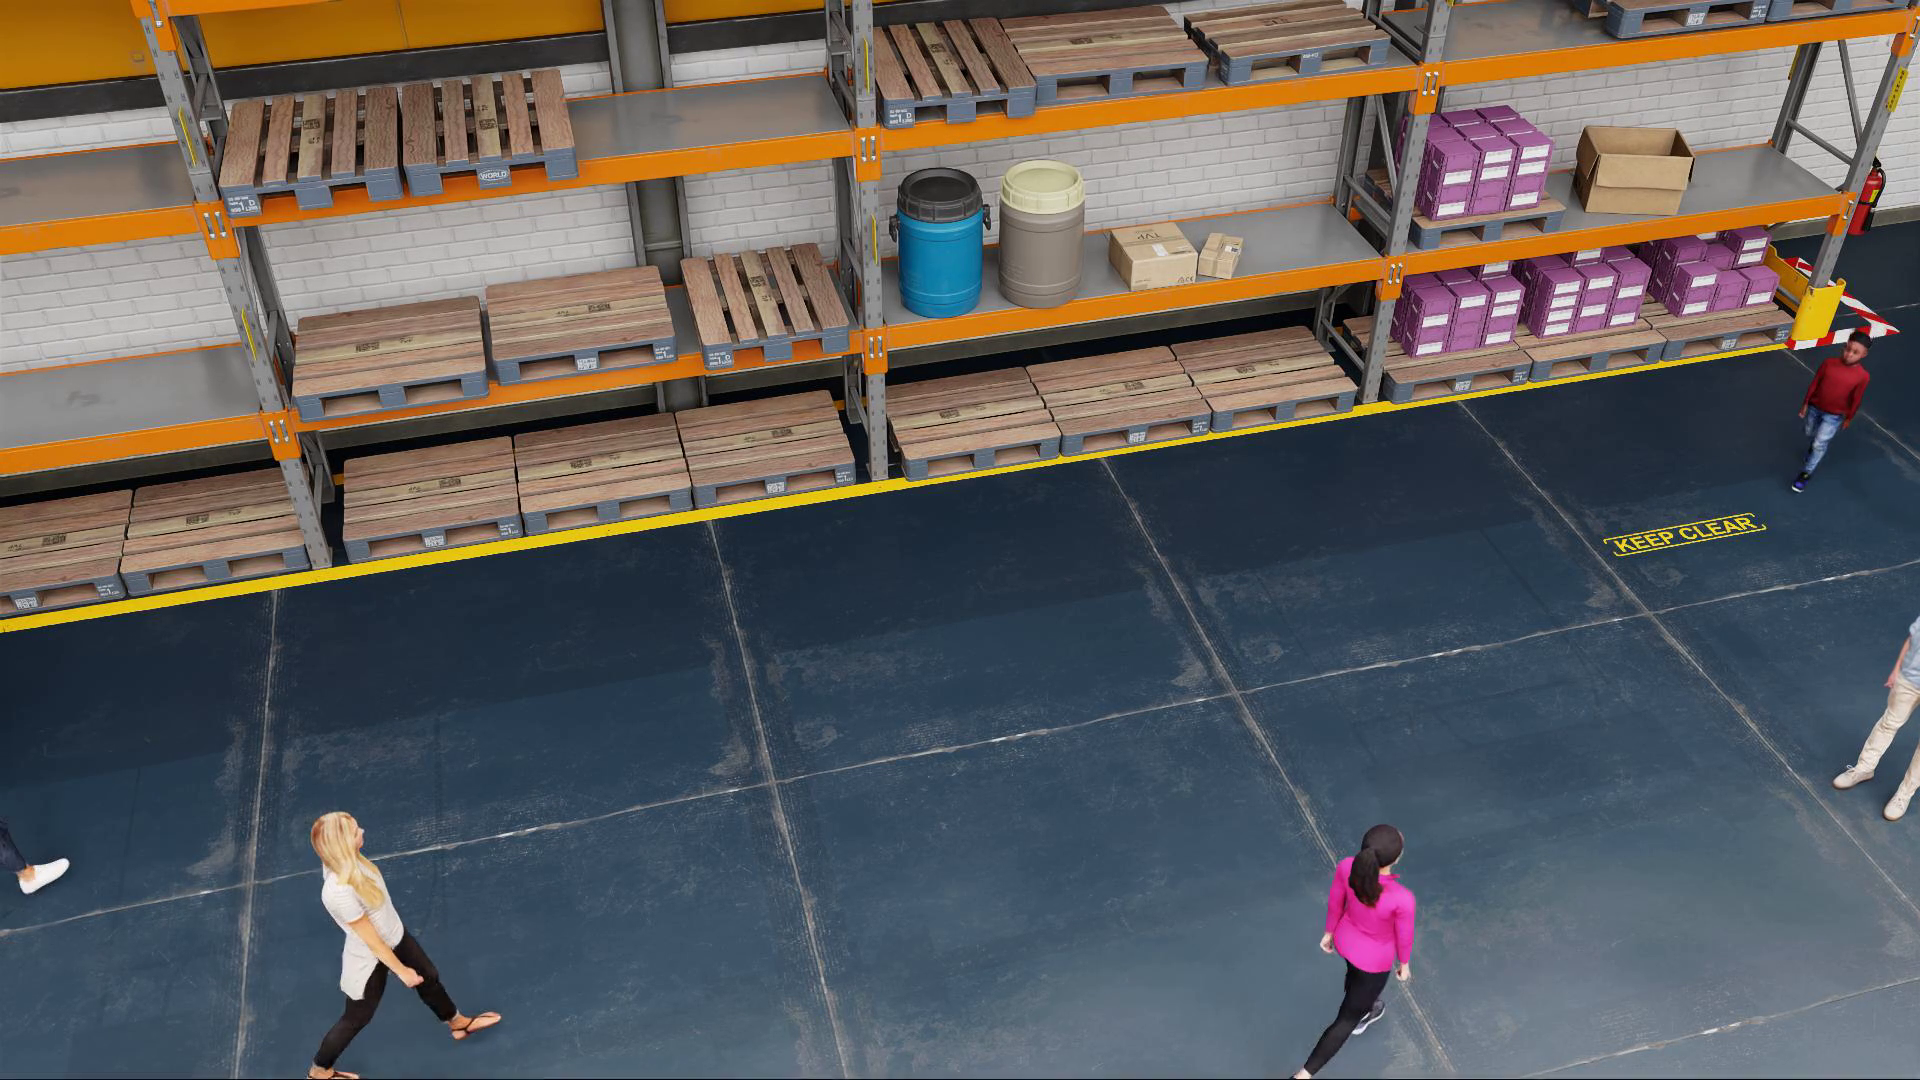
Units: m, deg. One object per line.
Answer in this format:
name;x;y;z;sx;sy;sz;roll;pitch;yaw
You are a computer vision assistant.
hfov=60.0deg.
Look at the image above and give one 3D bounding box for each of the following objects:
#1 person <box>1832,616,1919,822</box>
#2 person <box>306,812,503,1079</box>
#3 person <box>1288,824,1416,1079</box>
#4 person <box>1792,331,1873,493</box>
person;5.521;0.798;9.397;0.687;1.847;0.720;-25;45;-28
person;-2.896;2.021;7.919;1.189;1.782;0.636;-12;40;-15
person;1.886;2.040;7.994;1.199;1.668;0.925;-28;47;-31
person;6.355;-0.995;12.122;0.911;1.249;0.723;-28;46;-30
